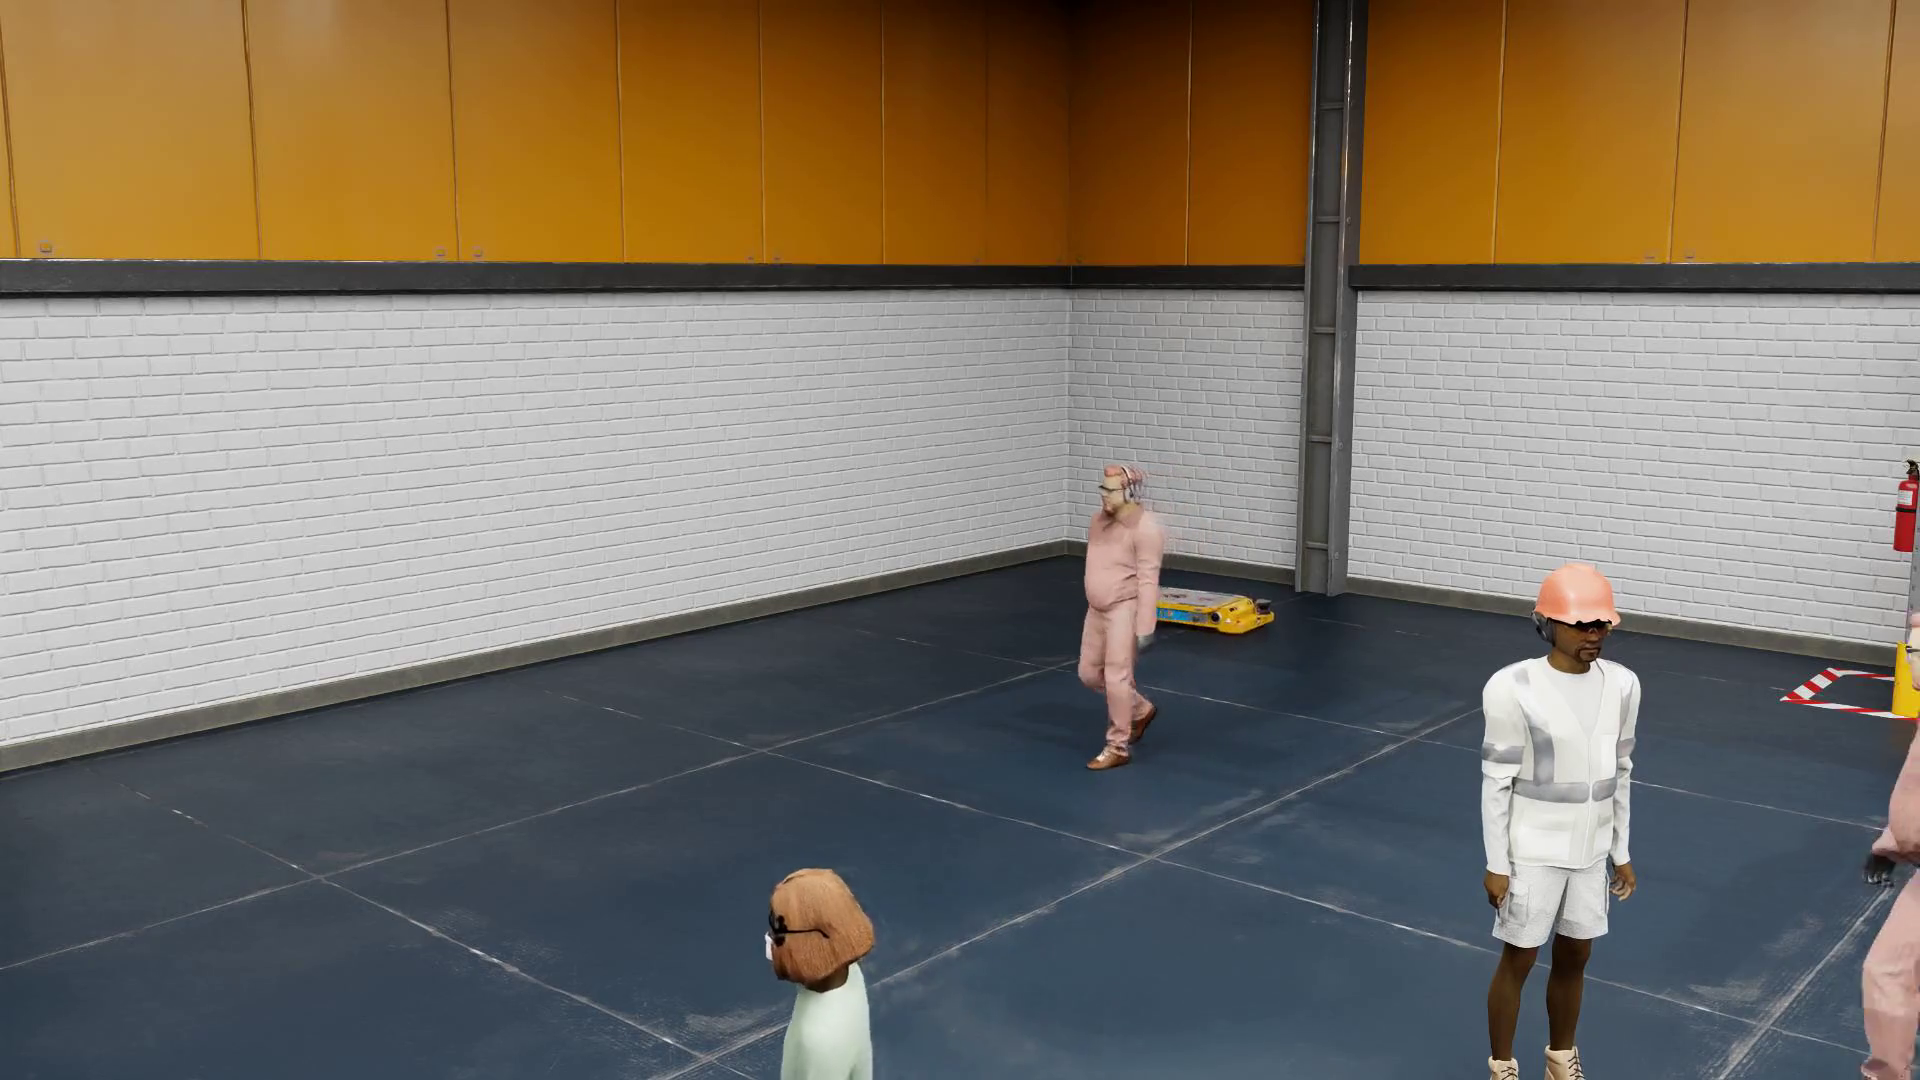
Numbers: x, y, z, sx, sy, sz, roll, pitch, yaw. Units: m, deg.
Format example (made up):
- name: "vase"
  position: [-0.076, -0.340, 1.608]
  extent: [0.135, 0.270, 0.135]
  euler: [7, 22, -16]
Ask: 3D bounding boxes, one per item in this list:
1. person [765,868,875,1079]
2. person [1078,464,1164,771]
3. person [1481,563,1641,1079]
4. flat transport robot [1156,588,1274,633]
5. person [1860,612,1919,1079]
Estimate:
- name: "person"
  position: [-0.325, 1.588, 4.074]
  extent: [0.373, 1.622, 0.506]
  euler: [-1, 9, -5]
- name: "person"
  position: [1.007, 0.462, 10.254]
  extent: [0.529, 1.891, 0.648]
  euler: [-5, 10, -28]
- name: "person"
  position: [2.128, 1.088, 5.876]
  extent: [0.607, 2.044, 0.378]
  euler: [-3, 9, -17]
- name: "flat transport robot"
  position: [1.956, 0.589, 14.559]
  extent: [1.431, 0.197, 0.652]
  euler: [6, 11, 34]
- name: "person"
  position: [3.403, 1.174, 5.868]
  extent: [0.777, 1.873, 0.658]
  euler: [6, 11, 34]
